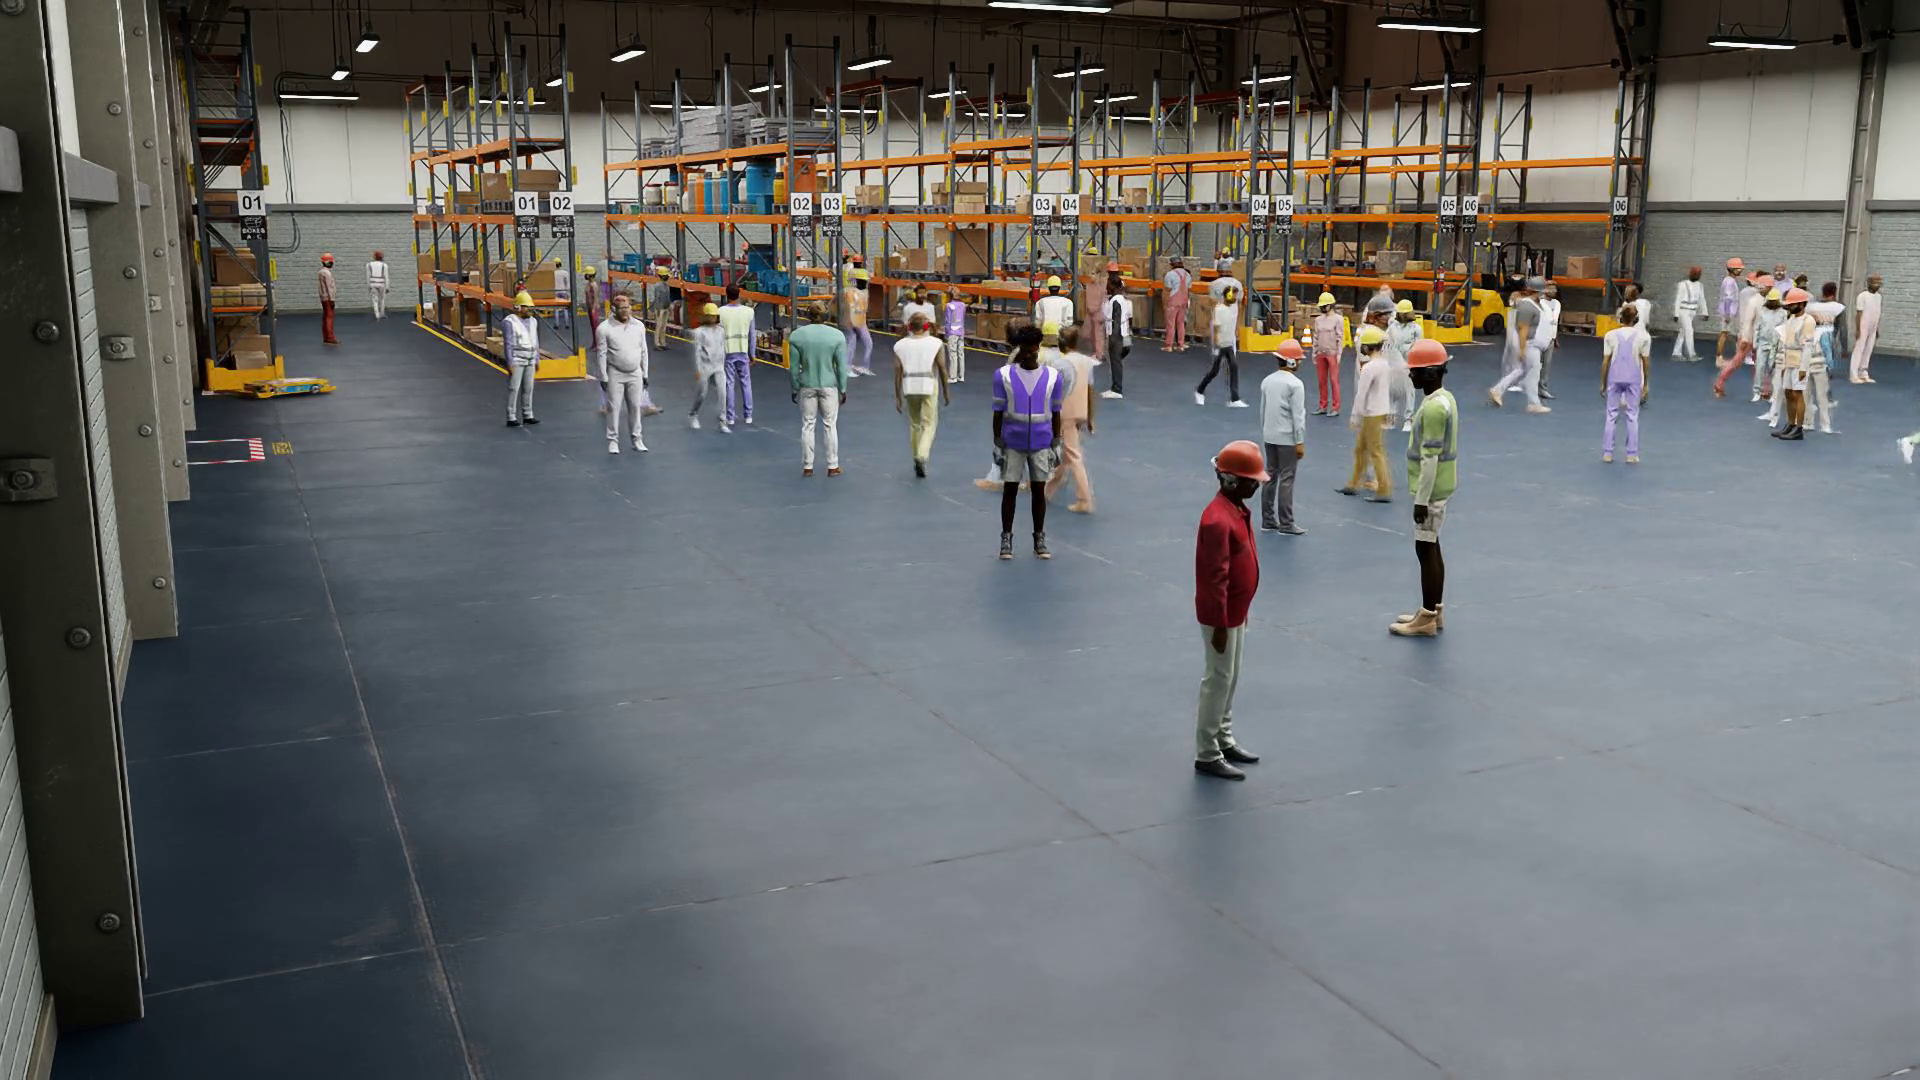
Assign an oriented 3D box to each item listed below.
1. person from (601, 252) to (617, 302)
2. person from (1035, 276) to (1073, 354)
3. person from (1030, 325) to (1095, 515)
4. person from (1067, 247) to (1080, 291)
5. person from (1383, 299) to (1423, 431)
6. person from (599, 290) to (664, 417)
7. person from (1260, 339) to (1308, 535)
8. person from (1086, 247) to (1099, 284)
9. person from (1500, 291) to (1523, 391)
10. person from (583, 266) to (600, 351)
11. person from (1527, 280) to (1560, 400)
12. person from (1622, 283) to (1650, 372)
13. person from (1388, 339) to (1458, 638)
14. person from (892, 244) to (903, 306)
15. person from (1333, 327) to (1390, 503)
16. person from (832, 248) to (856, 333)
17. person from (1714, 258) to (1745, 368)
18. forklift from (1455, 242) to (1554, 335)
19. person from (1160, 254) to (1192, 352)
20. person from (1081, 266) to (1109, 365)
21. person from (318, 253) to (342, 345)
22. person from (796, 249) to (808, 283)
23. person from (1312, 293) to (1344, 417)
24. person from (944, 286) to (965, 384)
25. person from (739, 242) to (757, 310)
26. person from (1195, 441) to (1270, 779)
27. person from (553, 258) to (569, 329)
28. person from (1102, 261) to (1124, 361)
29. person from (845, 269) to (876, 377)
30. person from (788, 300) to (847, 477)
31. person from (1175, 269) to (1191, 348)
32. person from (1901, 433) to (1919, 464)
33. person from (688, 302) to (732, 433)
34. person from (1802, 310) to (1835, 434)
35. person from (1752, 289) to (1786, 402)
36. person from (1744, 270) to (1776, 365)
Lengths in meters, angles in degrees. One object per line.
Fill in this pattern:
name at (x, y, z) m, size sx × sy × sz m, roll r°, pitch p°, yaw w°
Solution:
person at (-10.600, -7.825, 50.188) m, size 0.643 × 1.701 × 0.341 m, roll 8°, pitch 13°, yaw 34°
person at (1.442, -3.084, 25.521) m, size 0.586 × 1.918 × 0.396 m, roll 2°, pitch 11°, yaw 10°
person at (0.982, -1.167, 16.070) m, size 0.537 × 1.797 × 0.932 m, roll -10°, pitch 15°, yaw -42°
person at (3.417, -7.775, 49.481) m, size 0.569 × 1.876 × 0.353 m, roll 11°, pitch 15°, yaw 43°
person at (5.856, -2.311, 22.039) m, size 0.484 × 1.743 × 0.300 m, roll 9°, pitch 14°, yaw 38°
person at (-4.721, -2.626, 23.514) m, size 0.970 × 1.794 × 0.546 m, roll 3°, pitch 12°, yaw 15°
person at (2.927, -0.928, 14.975) m, size 0.336 × 1.753 × 0.564 m, roll -5°, pitch 12°, yaw -24°
person at (3.699, -7.233, 46.612) m, size 0.393 × 1.918 × 0.584 m, roll 1°, pitch 11°, yaw 5°
person at (8.989, -3.224, 26.999) m, size 0.319 × 1.621 × 0.518 m, roll -3°, pitch 11°, yaw -13°
person at (-7.696, -4.829, 34.770) m, size 0.317 × 1.769 × 0.523 m, roll -4°, pitch 12°, yaw -22°
person at (9.030, -3.093, 25.740) m, size 0.563 × 1.847 × 0.389 m, roll -6°, pitch 13°, yaw -27°
person at (11.903, -3.698, 29.305) m, size 0.533 × 1.656 × 0.871 m, roll 0°, pitch 11°, yaw 0°
person at (3.169, -0.349, 11.342) m, size 0.407 × 2.034 × 0.610 m, roll 4°, pitch 12°, yaw 20°
person at (-1.935, -8.251, 51.808) m, size 0.408 × 1.908 × 0.641 m, roll -2°, pitch 11°, yaw -8°
person at (4.024, -1.254, 16.671) m, size 0.763 × 1.737 × 0.541 m, roll 7°, pitch 13°, yaw 33°
person at (-2.780, -5.983, 39.926) m, size 0.605 × 2.045 × 0.387 m, roll 2°, pitch 11°, yaw 11°
person at (14.403, -4.248, 31.111) m, size 0.394 × 2.042 × 0.611 m, roll 6°, pitch 12°, yaw 26°
forklift at (13.047, -6.049, 39.881) m, size 2.313 × 2.155 × 1.214 m, roll -5°, pitch 12°, yaw -23°
person at (4.471, -4.953, 34.704) m, size 0.686 × 2.000 × 0.535 m, roll -8°, pitch 14°, yaw -37°
person at (2.552, -4.246, 31.510) m, size 0.439 × 1.884 × 0.638 m, roll -10°, pitch 15°, yaw -42°
person at (-13.824, -5.273, 36.443) m, size 0.395 × 1.992 × 0.622 m, roll -8°, pitch 14°, yaw -35°
person at (-5.067, -8.282, 52.390) m, size 0.573 × 1.741 × 0.355 m, roll -2°, pitch 11°, yaw -12°
person at (5.216, -2.635, 23.658) m, size 0.342 × 1.752 × 0.535 m, roll -8°, pitch 14°, yaw -36°
person at (-0.090, -3.472, 28.199) m, size 0.306 × 1.640 × 0.522 m, roll 8°, pitch 13°, yaw 34°
person at (-6.295, -7.845, 49.444) m, size 0.611 × 2.029 × 0.409 m, roll 3°, pitch 12°, yaw 17°
person at (1.389, 0.353, 8.514) m, size 0.355 × 1.738 × 0.574 m, roll 4°, pitch 12°, yaw 20°
person at (-10.003, -6.148, 41.476) m, size 0.523 × 1.769 × 0.322 m, roll -5°, pitch 12°, yaw -23°
person at (2.951, -4.455, 32.429) m, size 0.542 × 1.939 × 0.365 m, roll -3°, pitch 12°, yaw -15°
person at (-1.755, -3.790, 29.150) m, size 0.685 × 1.902 × 0.602 m, roll 7°, pitch 13°, yaw 33°
person at (-1.544, -1.649, 18.169) m, size 0.638 × 1.938 × 0.357 m, roll 0°, pitch 11°, yaw 2°
person at (4.754, -4.934, 35.508) m, size 0.319 × 1.689 × 0.539 m, roll -2°, pitch 11°, yaw -10°
person at (11.081, -1.704, 18.683) m, size 0.698 × 1.851 × 0.528 m, roll 5°, pitch 12°, yaw 25°
person at (-3.334, -2.286, 21.986) m, size 0.490 × 1.716 × 0.805 m, roll -9°, pitch 14°, yaw -39°
person at (11.248, -2.204, 21.827) m, size 0.339 × 1.610 × 0.667 m, roll -3°, pitch 11°, yaw -14°
person at (12.364, -2.963, 25.376) m, size 0.505 × 1.731 × 0.345 m, roll 7°, pitch 13°, yaw 30°
person at (15.145, -4.174, 31.372) m, size 0.518 × 1.811 × 0.873 m, roll -4°, pitch 12°, yaw -19°
